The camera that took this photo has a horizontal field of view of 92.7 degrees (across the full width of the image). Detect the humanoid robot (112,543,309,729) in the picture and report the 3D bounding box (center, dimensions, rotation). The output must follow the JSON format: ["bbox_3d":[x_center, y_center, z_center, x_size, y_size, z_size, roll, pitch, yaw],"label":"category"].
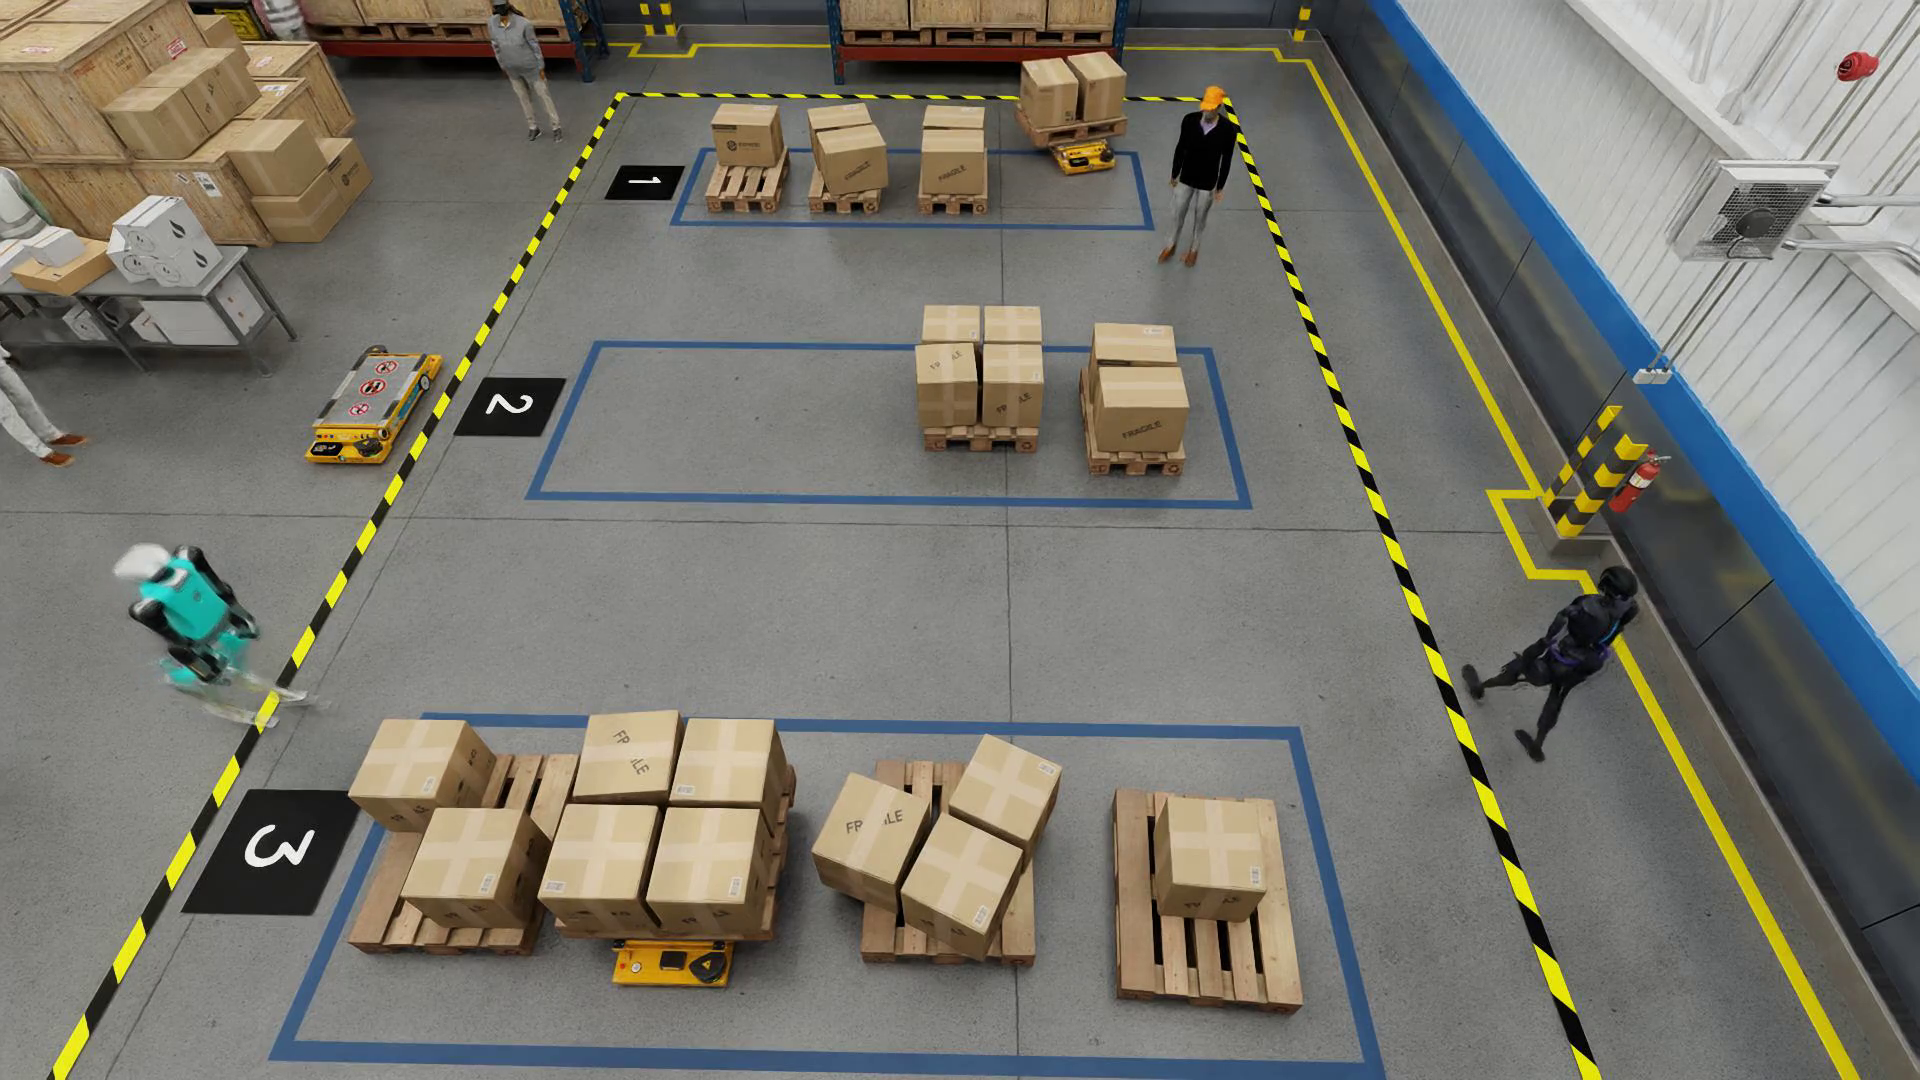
[{"bbox_3d":[-4.869,0.622,5.794,0.734,1.680,0.533,1,50,1],"label":"humanoid robot"}]

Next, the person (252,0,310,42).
[{"bbox_3d":[-8.992,-6.924,12.210,0.479,1.813,0.605,27,55,21],"label":"person"}]

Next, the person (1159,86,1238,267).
[{"bbox_3d":[2.453,-3.727,9.462,0.589,1.882,0.379,22,53,18],"label":"person"}]

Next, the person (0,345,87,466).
[{"bbox_3d":[-7.997,-1.389,7.498,0.363,1.873,0.592,-5,50,-4],"label":"person"}]

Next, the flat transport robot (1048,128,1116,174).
[{"bbox_3d":[1.410,-5.149,11.705,0.652,0.197,1.431,-13,51,-11],"label":"flat transport robot"}]

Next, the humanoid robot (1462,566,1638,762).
[{"bbox_3d":[3.834,0.720,5.856,0.609,1.623,0.758,-7,50,-6],"label":"humanoid robot"}]

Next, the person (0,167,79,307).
[{"bbox_3d":[-8.823,-2.840,8.670,0.404,1.945,0.612,9,50,8],"label":"person"}]

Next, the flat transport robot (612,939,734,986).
[{"bbox_3d":[-1.659,1.971,5.681,0.652,0.197,1.431,1,50,1],"label":"flat transport robot"}]

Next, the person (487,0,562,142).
[{"bbox_3d":[-5.396,-5.845,11.328,0.572,1.769,0.398,0,50,0],"label":"person"}]

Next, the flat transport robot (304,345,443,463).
[{"bbox_3d":[-5.383,-1.269,8.441,0.659,0.231,1.431,1,50,1],"label":"flat transport robot"}]
